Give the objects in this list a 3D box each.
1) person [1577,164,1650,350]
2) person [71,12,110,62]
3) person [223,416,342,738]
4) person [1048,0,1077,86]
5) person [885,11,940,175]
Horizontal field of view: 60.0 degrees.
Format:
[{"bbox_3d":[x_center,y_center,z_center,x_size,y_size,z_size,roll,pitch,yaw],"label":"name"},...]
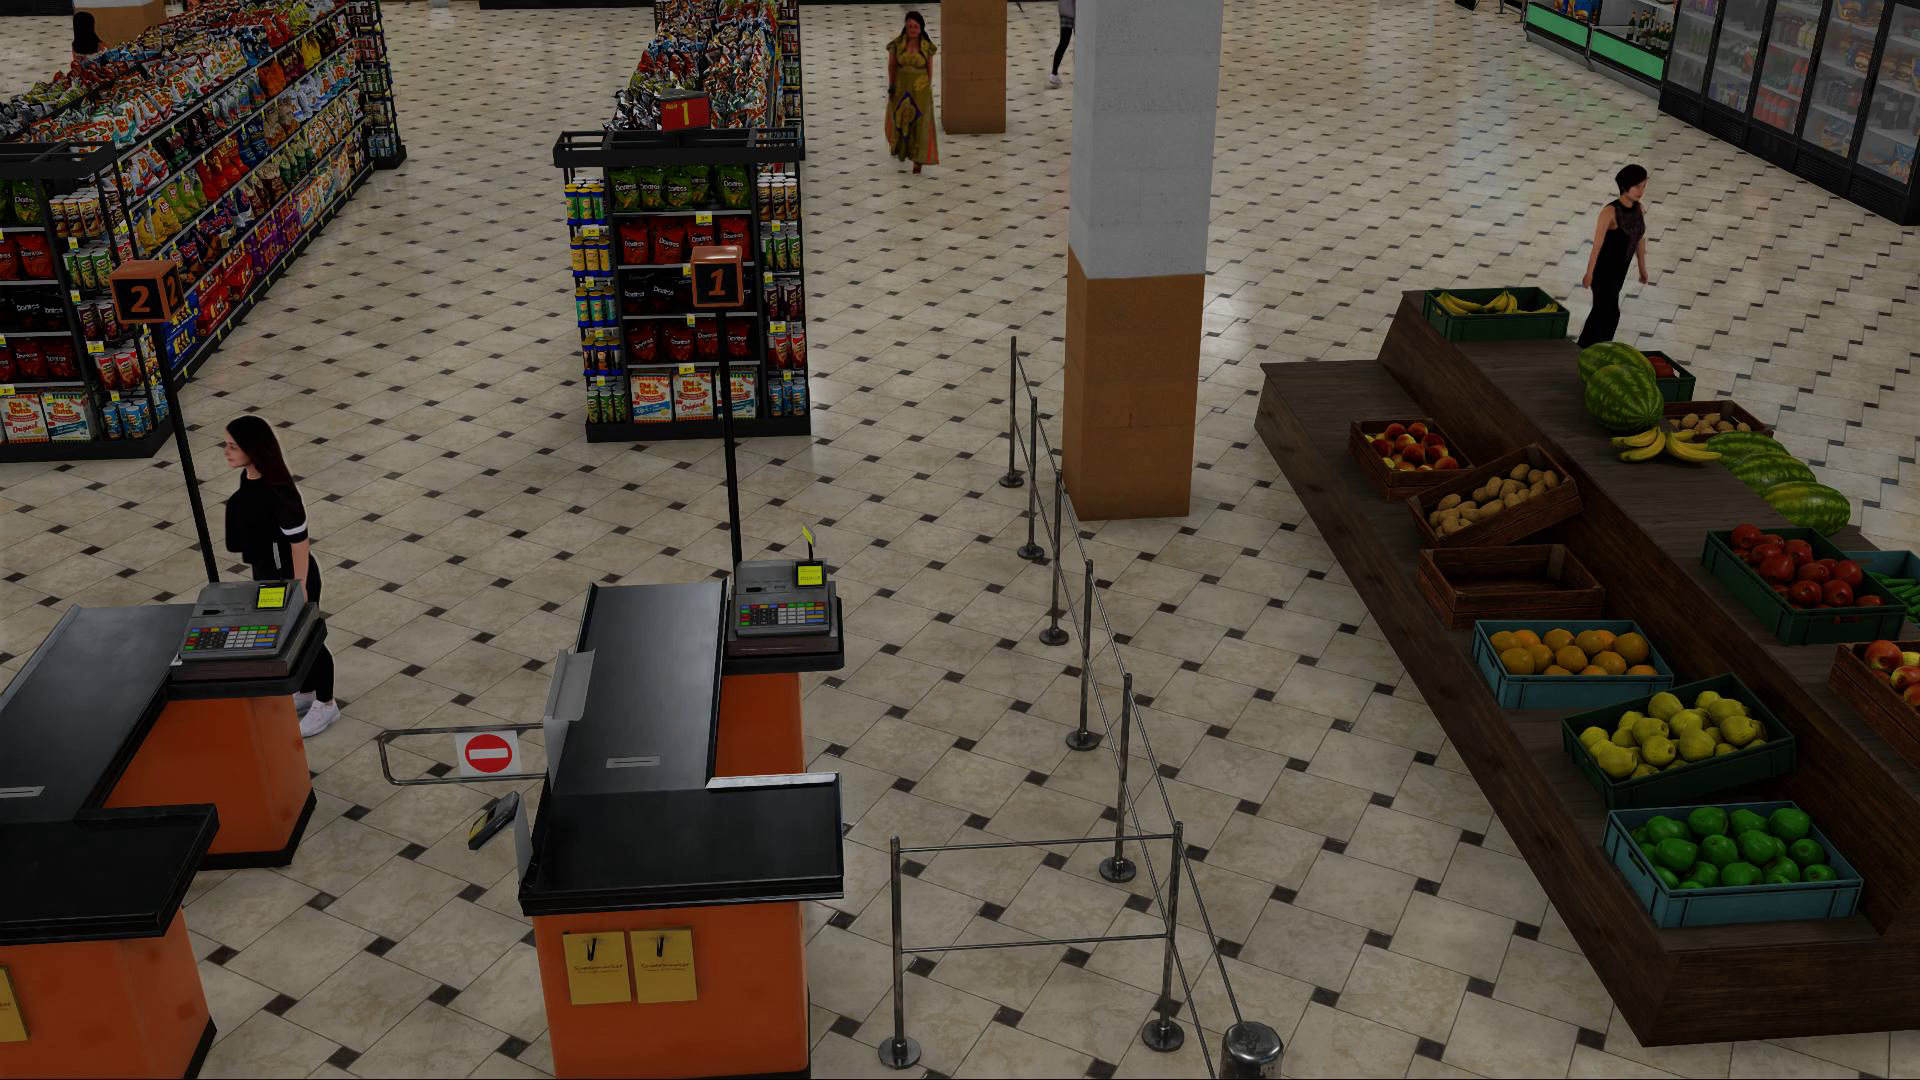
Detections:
[{"bbox_3d":[4.695,-1.983,12.193,0.759,1.585,0.833,-20,33,-33],"label":"person"},{"bbox_3d":[-9.052,-4.719,17.522,0.688,1.645,0.590,3,27,5],"label":"person"},{"bbox_3d":[-3.215,0.166,7.896,0.709,1.638,0.772,22,34,36],"label":"person"},{"bbox_3d":[1.389,-6.730,21.342,0.951,1.776,0.991,23,35,38],"label":"person"},{"bbox_3d":[-0.534,-4.749,17.603,0.704,1.625,1.138,-2,27,-3],"label":"person"}]
